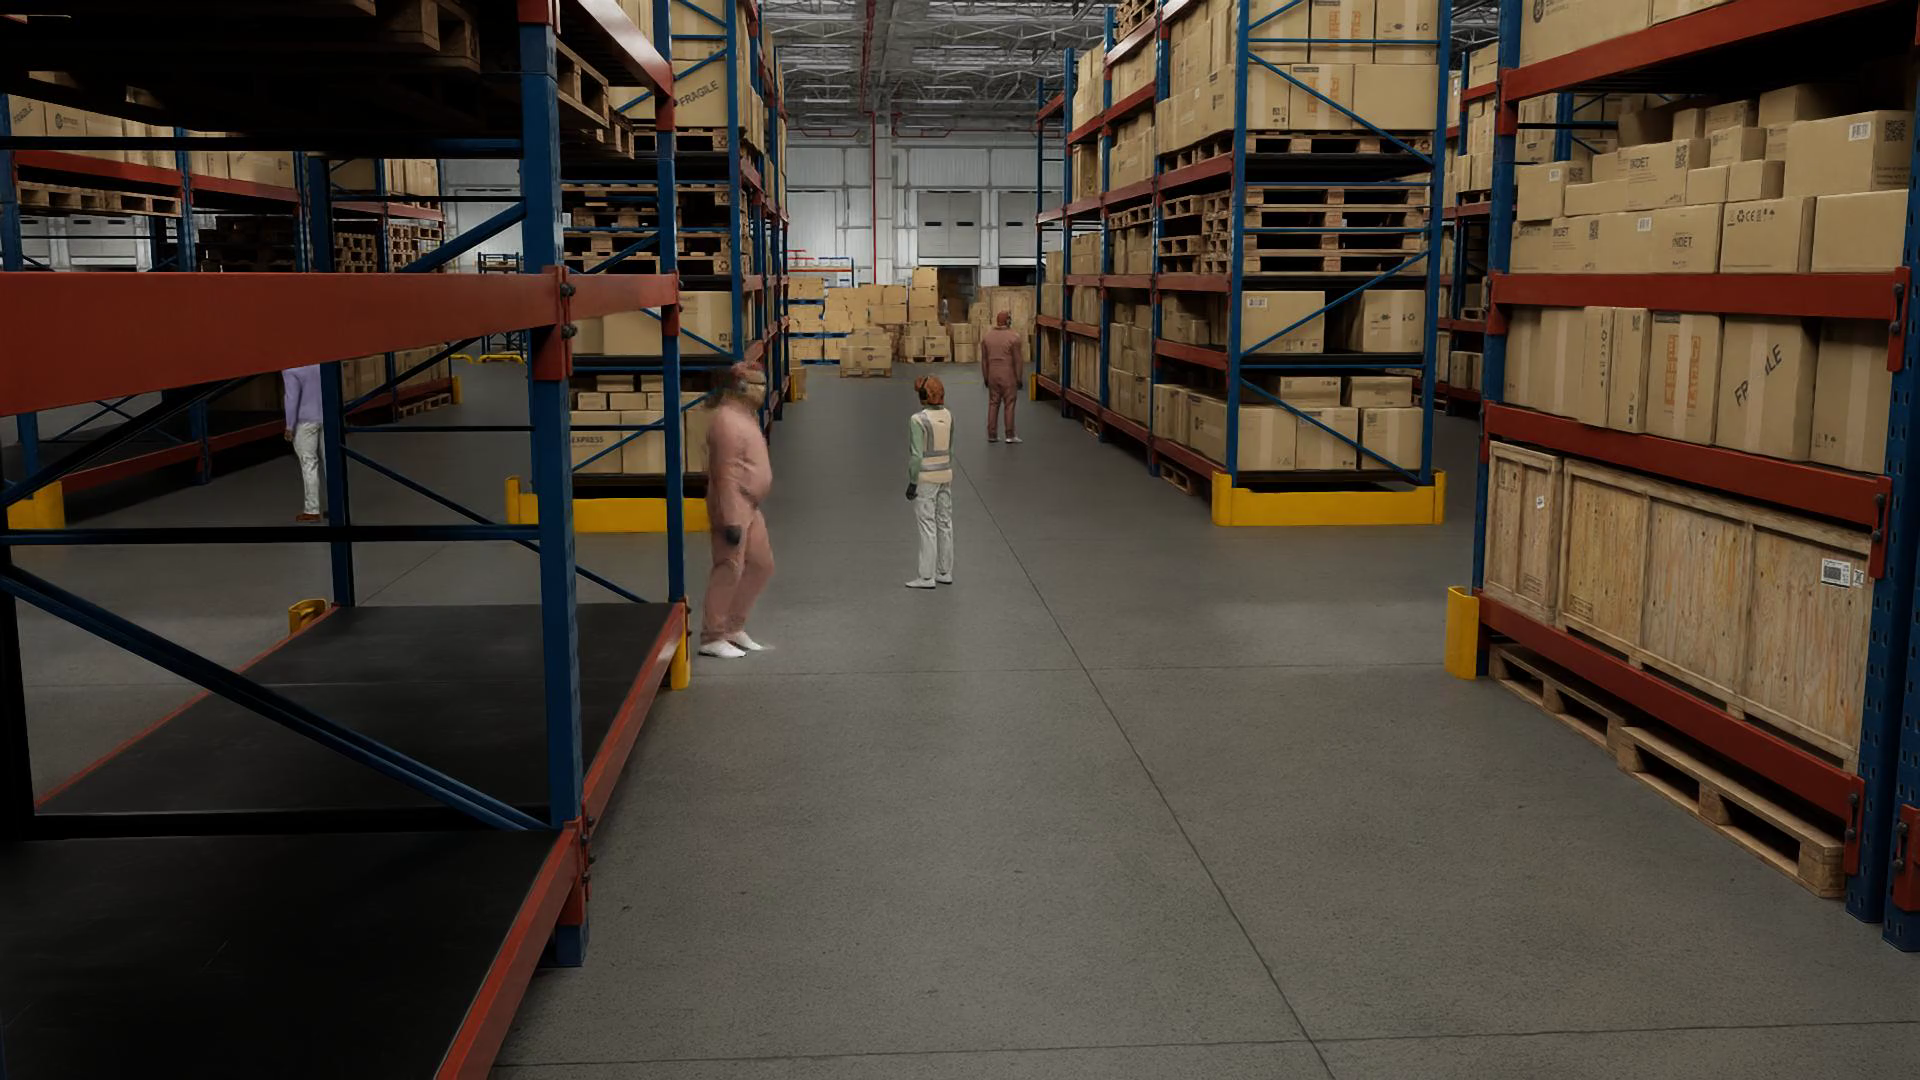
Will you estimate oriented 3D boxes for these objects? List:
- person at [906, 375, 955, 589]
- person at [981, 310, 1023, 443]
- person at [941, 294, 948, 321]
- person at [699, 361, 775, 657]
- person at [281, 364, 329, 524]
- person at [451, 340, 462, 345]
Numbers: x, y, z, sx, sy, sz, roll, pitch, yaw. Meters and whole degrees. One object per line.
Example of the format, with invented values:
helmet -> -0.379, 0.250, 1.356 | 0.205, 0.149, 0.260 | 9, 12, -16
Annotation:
person -> -0.222, -0.443, 12.792 | 0.306, 1.640, 0.522 | 6, 11, 35
person -> 0.632, -2.339, 23.865 | 0.652, 1.906, 0.402 | 6, 11, 33
person -> -0.661, -9.564, 70.093 | 0.396, 1.629, 0.536 | 3, 9, 16
person -> -1.419, -0.184, 10.456 | 0.491, 1.876, 0.655 | 1, 9, 5
person -> -6.281, -1.128, 16.164 | 0.351, 1.936, 0.635 | 6, 11, 33
person -> -17.169, -7.459, 56.659 | 0.567, 1.697, 0.495 | -2, 9, -12
